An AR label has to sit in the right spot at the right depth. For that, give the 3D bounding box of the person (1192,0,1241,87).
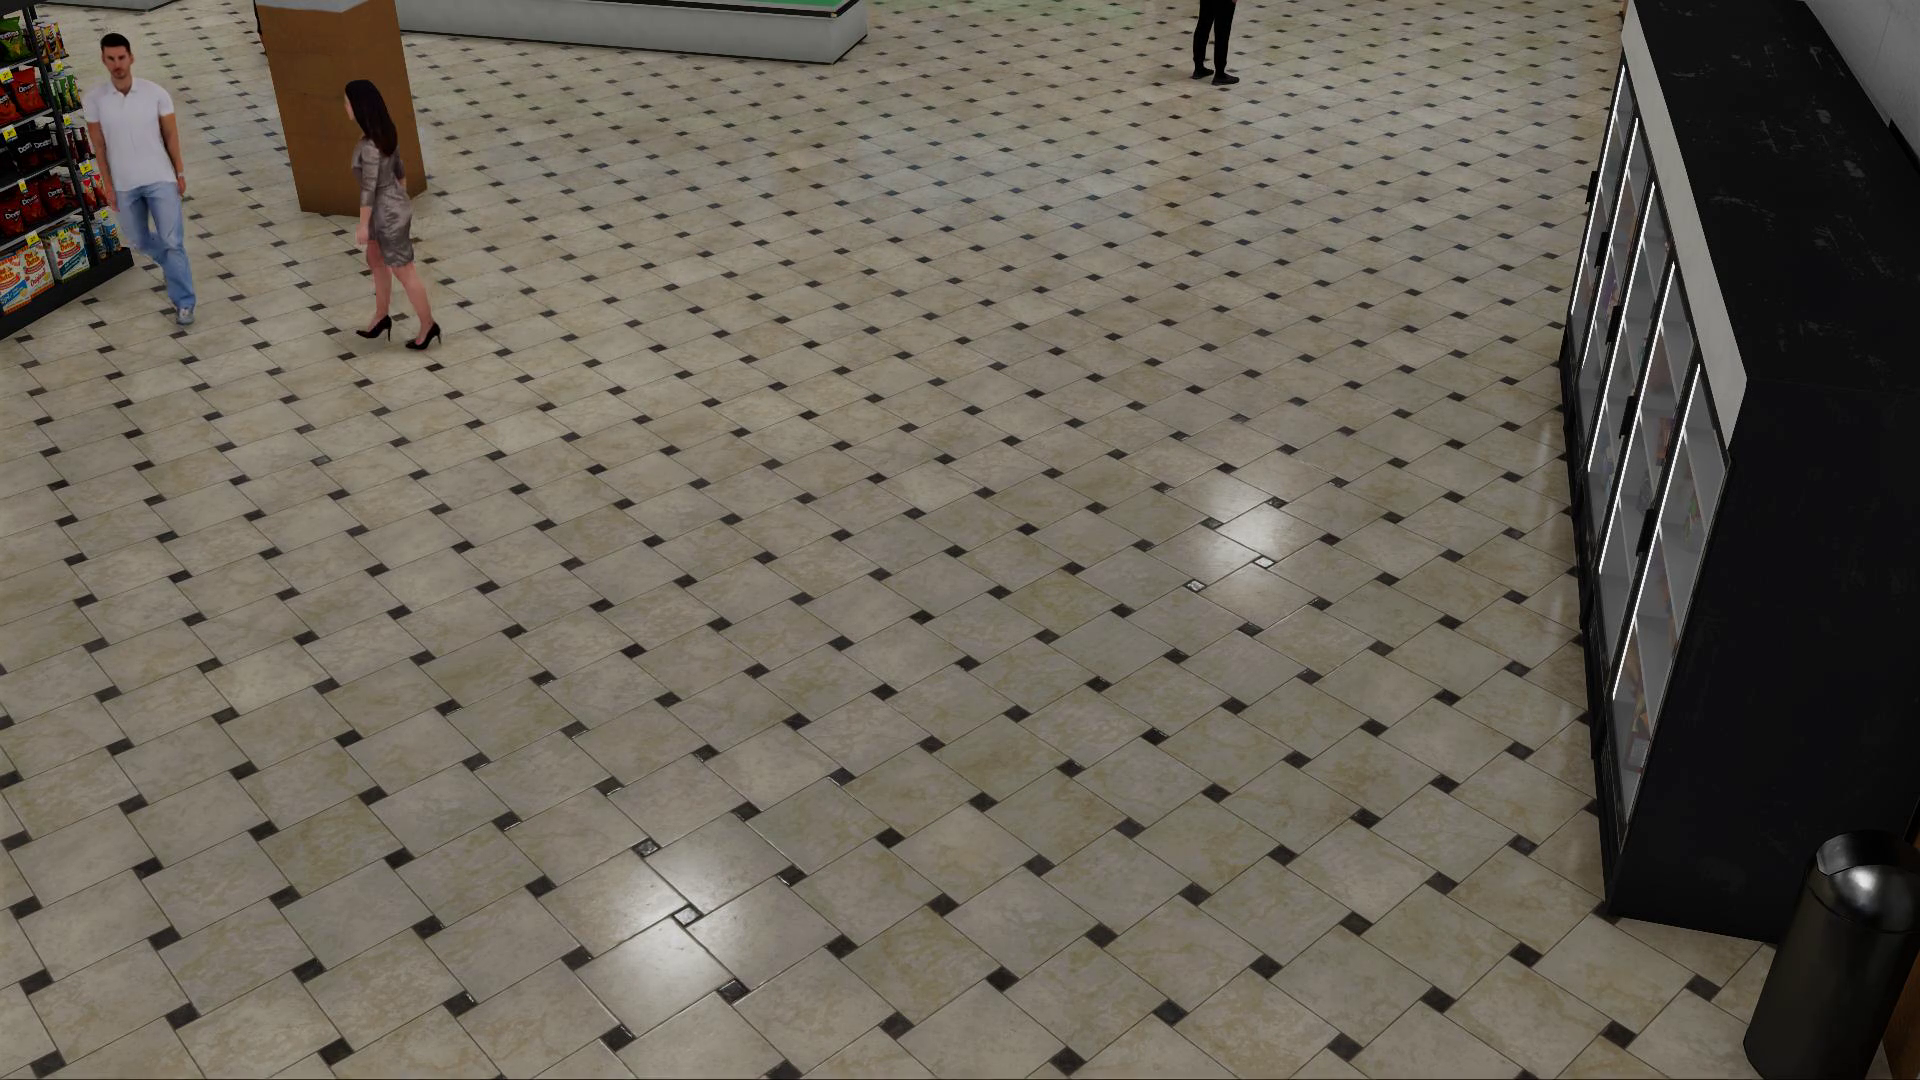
[{"bbox_3d":[2.375,-5.114,15.318,0.767,1.755,0.686,-21,37,-30],"label":"person"}]

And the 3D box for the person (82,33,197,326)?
[{"bbox_3d":[-5.302,-2.357,10.807,1.132,1.839,1.045,-7,33,-11],"label":"person"}]

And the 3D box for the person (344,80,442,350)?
[{"bbox_3d":[-3.457,-1.978,10.300,0.889,1.730,0.775,-3,32,-6],"label":"person"}]
